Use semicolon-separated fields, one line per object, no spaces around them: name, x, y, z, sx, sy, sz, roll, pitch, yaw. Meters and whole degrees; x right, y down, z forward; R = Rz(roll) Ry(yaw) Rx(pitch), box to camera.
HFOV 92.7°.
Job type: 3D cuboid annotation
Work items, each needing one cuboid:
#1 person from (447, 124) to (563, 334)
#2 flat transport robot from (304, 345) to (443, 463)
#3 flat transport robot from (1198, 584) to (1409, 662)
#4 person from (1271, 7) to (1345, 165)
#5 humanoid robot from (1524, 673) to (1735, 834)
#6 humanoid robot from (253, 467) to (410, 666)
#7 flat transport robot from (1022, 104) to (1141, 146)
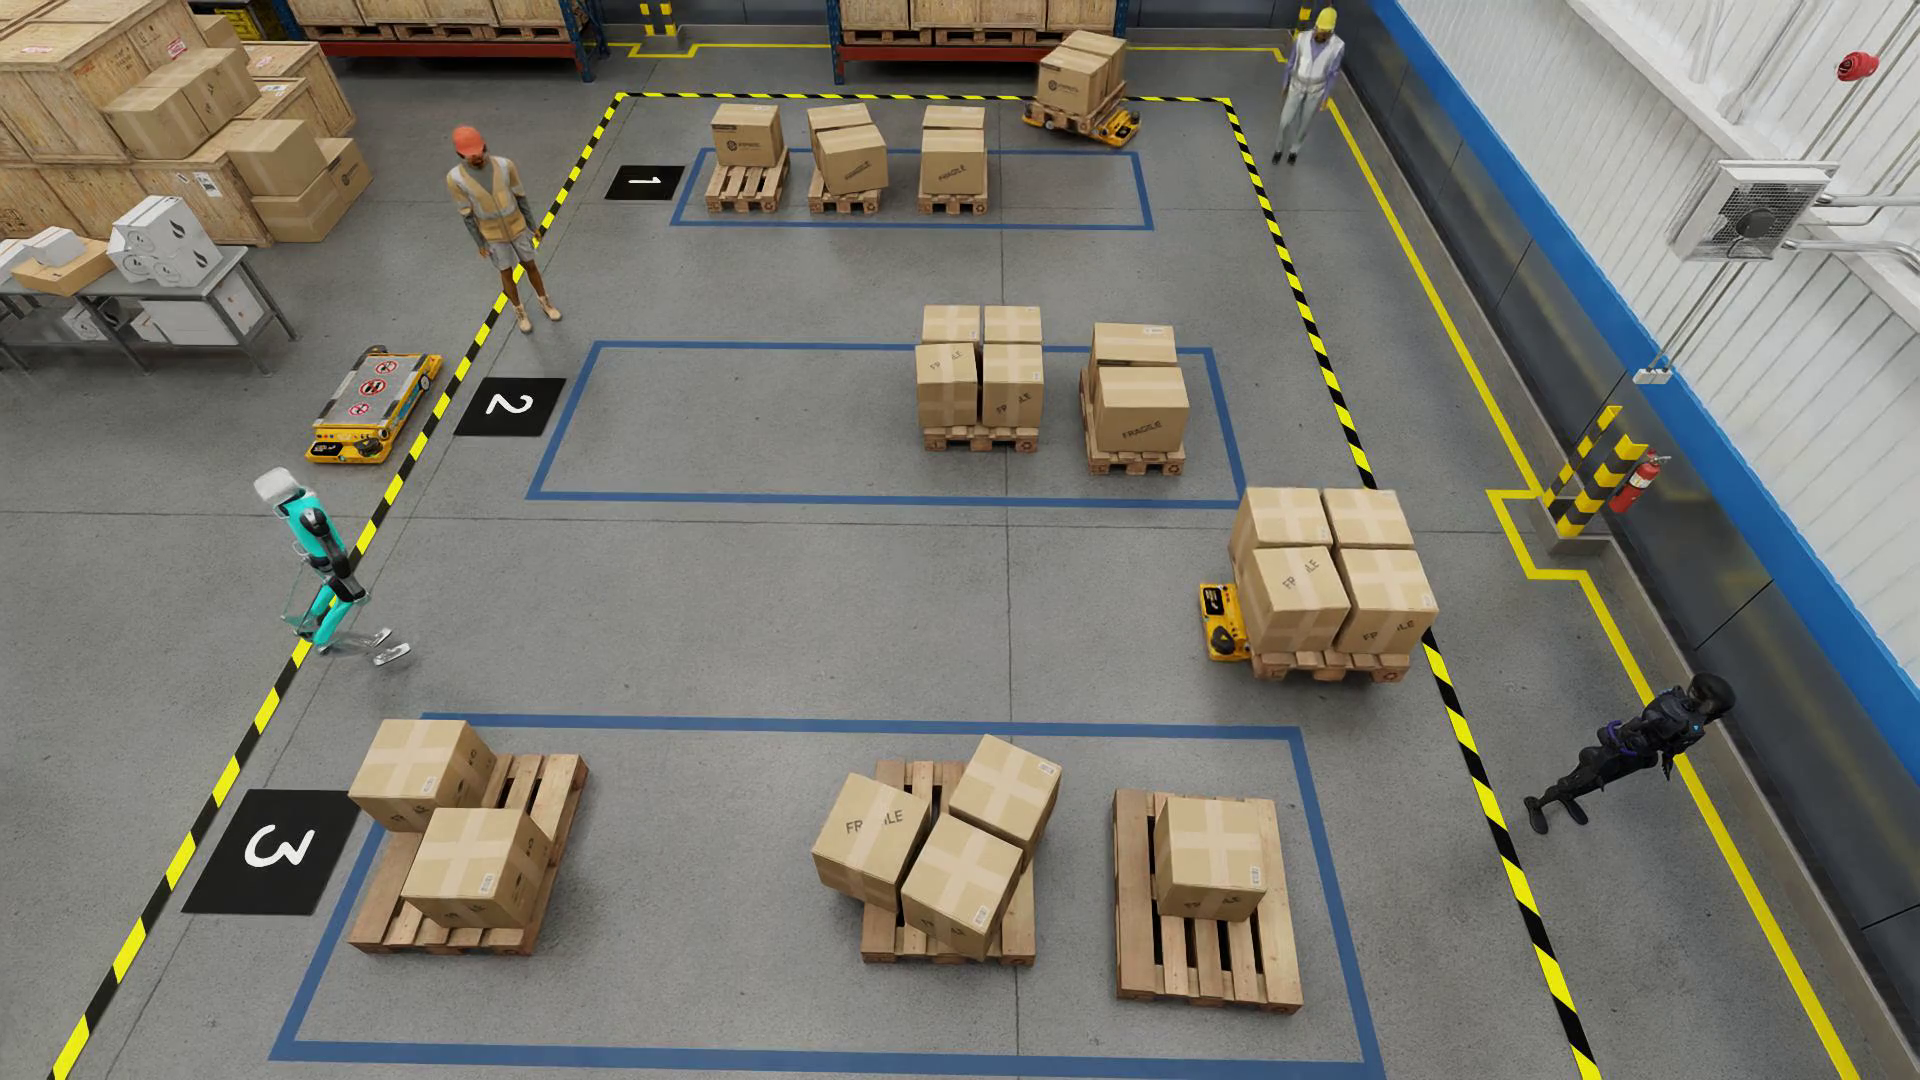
person;-4.302;-2.923;8.679;0.607;2.044;0.389;-29;56;-22
flat transport robot;-5.383;-1.269;8.441;0.659;0.231;1.431;1;50;1
flat transport robot;2.557;0.591;6.849;1.431;0.197;0.652;1;50;1
person;4.102;-5.323;10.858;0.601;1.815;0.546;17;52;14
humanoid robot;3.925;1.262;5.368;0.599;1.655;0.315;-7;50;-6
humanoid robot;-4.295;0.304;6.059;0.533;1.677;0.735;34;57;25
flat transport robot;1.603;-5.570;12.062;1.431;0.197;0.652;22;53;18
